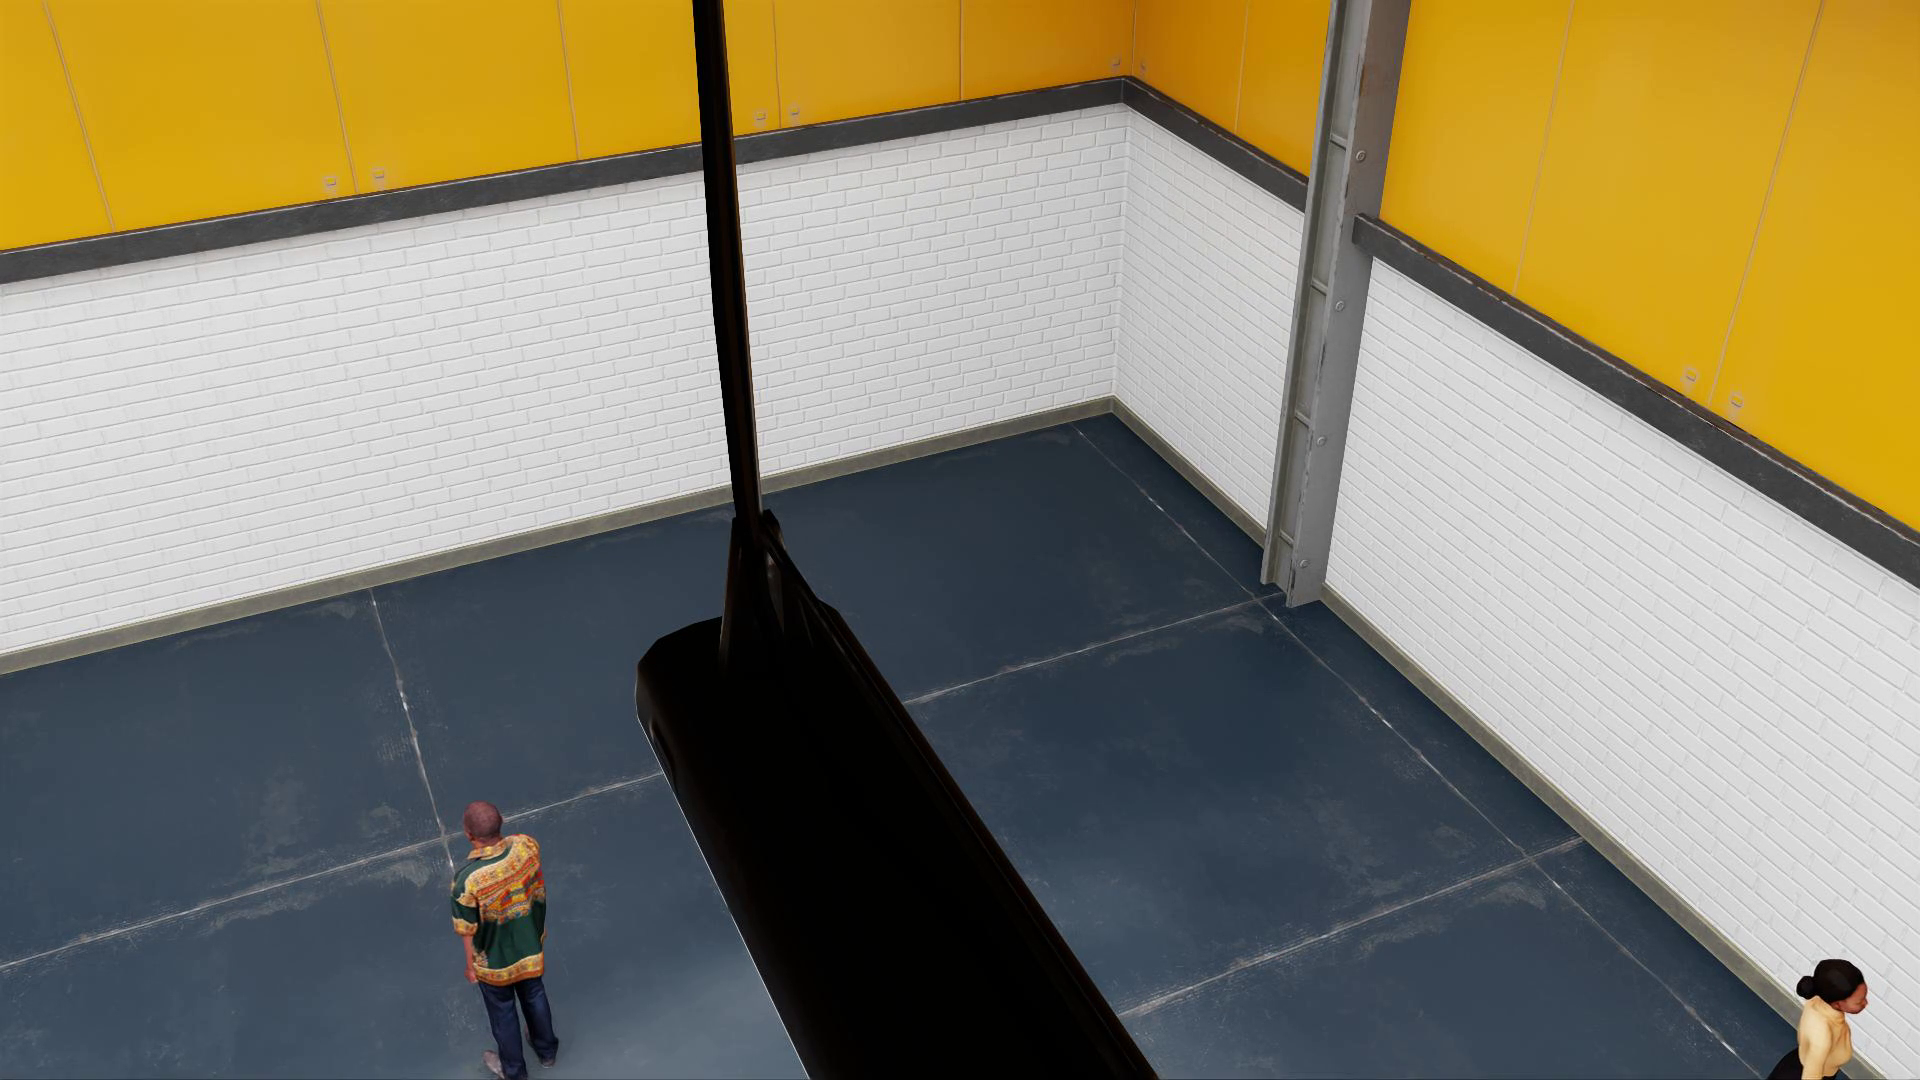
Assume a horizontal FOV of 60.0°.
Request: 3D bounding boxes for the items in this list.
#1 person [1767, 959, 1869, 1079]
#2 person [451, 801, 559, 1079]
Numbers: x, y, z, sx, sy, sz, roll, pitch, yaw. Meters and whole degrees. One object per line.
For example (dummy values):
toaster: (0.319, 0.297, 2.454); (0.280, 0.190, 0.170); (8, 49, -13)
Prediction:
person: (3.917, 2.570, 7.772); (0.713, 1.653, 0.666); (14, 36, 20)
person: (-2.287, 2.050, 8.419); (0.831, 1.804, 0.808); (23, 40, 30)
